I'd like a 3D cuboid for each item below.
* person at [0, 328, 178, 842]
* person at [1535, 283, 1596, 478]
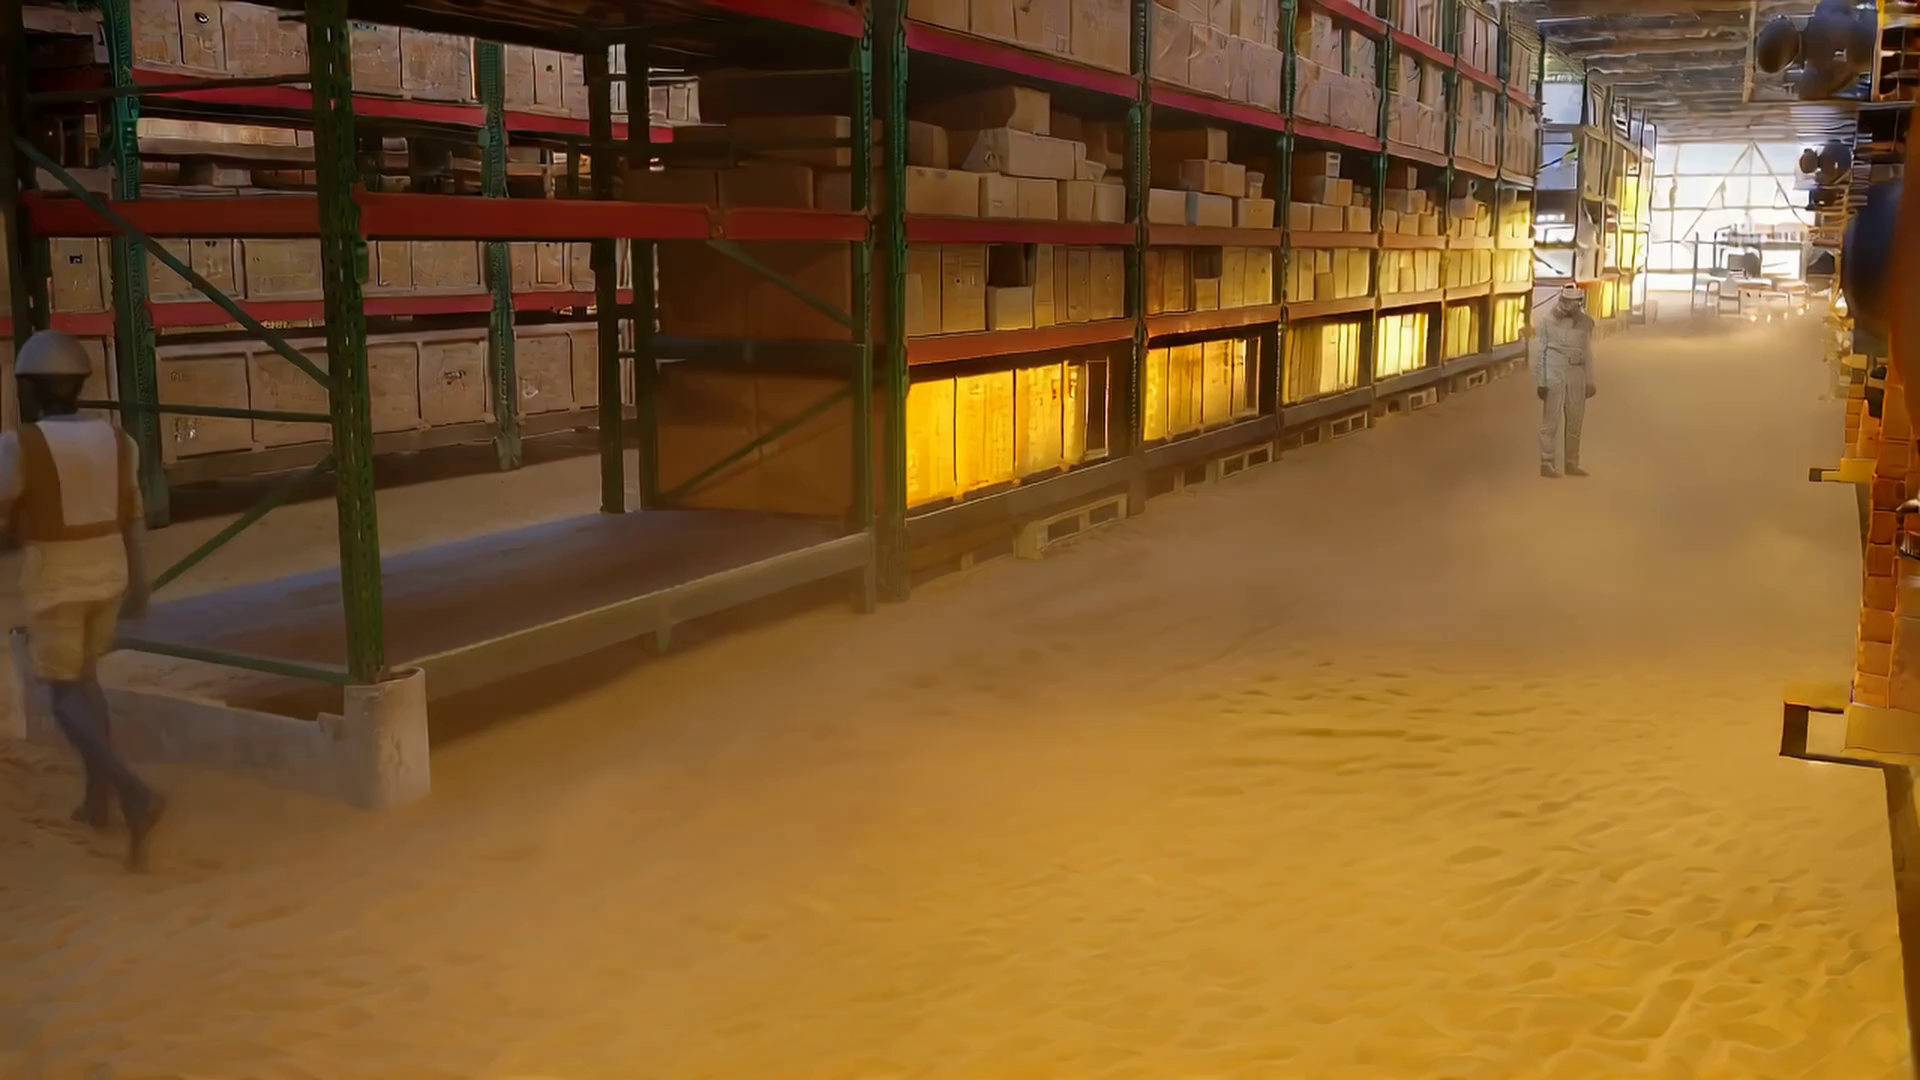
[{"bbox_3d":[-3.264,0.164,6.236,0.905,1.910,0.539,5,11,25],"label":"person"},{"bbox_3d":[5.894,-1.546,16.161,0.656,1.894,0.401,-3,10,-18],"label":"person"}]
